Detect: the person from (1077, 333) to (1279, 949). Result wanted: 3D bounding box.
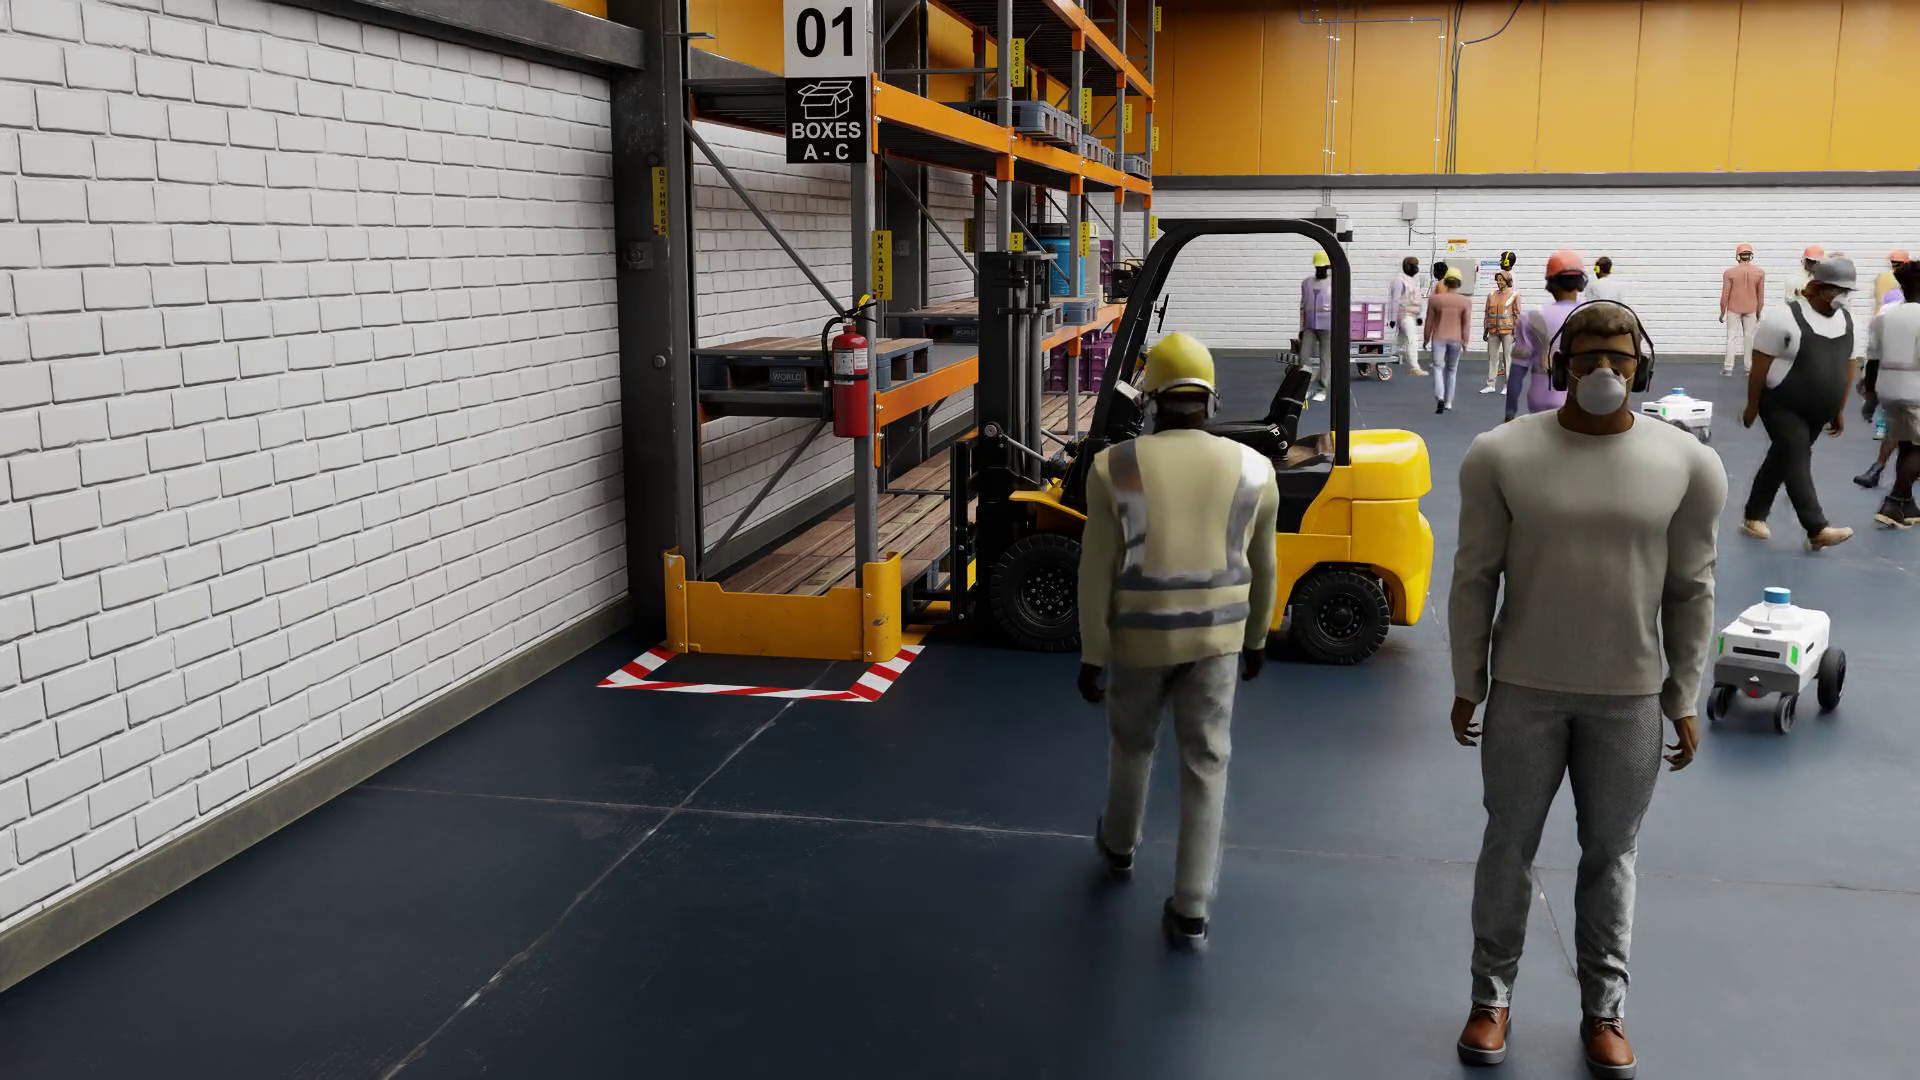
[{"bbox_3d":[0.648,0.269,5.135,0.627,1.793,0.877,-1,10,-3],"label":"person"}]

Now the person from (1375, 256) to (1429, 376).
[{"bbox_3d":[6.739,-3.413,25.315,0.887,1.811,0.621,8,13,37],"label":"person"}]

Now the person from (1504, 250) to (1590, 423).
[{"bbox_3d":[3.918,-0.872,10.921,0.631,2.024,0.890,1,10,8],"label":"person"}]

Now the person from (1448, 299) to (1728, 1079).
[{"bbox_3d":[1.539,0.377,4.162,0.630,1.940,0.372,3,11,16],"label":"person"}]

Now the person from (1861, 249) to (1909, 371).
[{"bbox_3d":[13.228,-3.179,23.697,0.519,1.919,0.565,-5,12,-26],"label":"person"}]

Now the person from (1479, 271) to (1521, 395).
[{"bbox_3d":[7.210,-2.756,22.154,0.307,1.639,0.525,-9,14,-40],"label":"person"}]

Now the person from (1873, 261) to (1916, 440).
[{"bbox_3d":[9.719,-1.934,17.080,0.565,1.846,0.390,5,12,27],"label":"person"}]

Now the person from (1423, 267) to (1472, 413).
[{"bbox_3d":[5.833,-2.392,19.895,0.526,1.735,0.831,2,11,11],"label":"person"}]

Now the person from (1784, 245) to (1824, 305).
[{"bbox_3d":[10.527,-2.671,20.726,0.612,1.990,0.392,-3,11,-18],"label":"person"}]

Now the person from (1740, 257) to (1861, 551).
[{"bbox_3d":[5.708,-0.964,11.230,0.692,2.000,1.038,-3,11,-17],"label":"person"}]

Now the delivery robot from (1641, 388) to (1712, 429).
[{"bbox_3d":[7.271,-1.297,16.873,0.707,0.478,0.477,-5,11,-24],"label":"delivery robot"}]

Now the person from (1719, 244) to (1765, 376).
[{"bbox_3d":[11.739,-3.448,24.999,0.608,1.987,0.388,2,10,9],"label":"person"}]

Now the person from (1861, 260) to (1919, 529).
[{"bbox_3d":[6.865,-1.041,11.960,0.600,1.919,0.640,-4,11,-22],"label":"person"}]

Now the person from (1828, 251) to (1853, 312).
[{"bbox_3d":[12.327,-3.139,23.572,0.681,1.888,0.427,0,10,-1],"label":"person"}]

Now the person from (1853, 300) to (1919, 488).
[{"bbox_3d":[7.963,-1.385,14.008,1.036,1.881,0.550,-6,12,-28],"label":"person"}]

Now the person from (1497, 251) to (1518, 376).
[{"bbox_3d":[8.236,-3.413,25.124,0.329,1.872,0.510,6,12,30],"label":"person"}]

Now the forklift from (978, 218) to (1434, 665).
[{"bbox_3d":[1.285,-0.567,8.635,2.313,2.155,1.214,2,11,11],"label":"forklift"}]

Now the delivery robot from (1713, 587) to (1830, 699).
[{"bbox_3d":[3.562,0.452,7.285,0.477,0.478,0.707,8,13,36],"label":"delivery robot"}]

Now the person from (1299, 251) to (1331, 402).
[{"bbox_3d":[4.506,-2.692,21.042,0.621,1.908,0.652,8,13,38],"label":"person"}]

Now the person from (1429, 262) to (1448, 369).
[{"bbox_3d":[7.652,-3.584,26.527,0.319,1.698,0.539,4,11,19],"label":"person"}]

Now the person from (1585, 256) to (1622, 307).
[{"bbox_3d":[8.036,-2.649,21.007,0.573,1.837,0.626,-1,10,-7],"label":"person"}]
